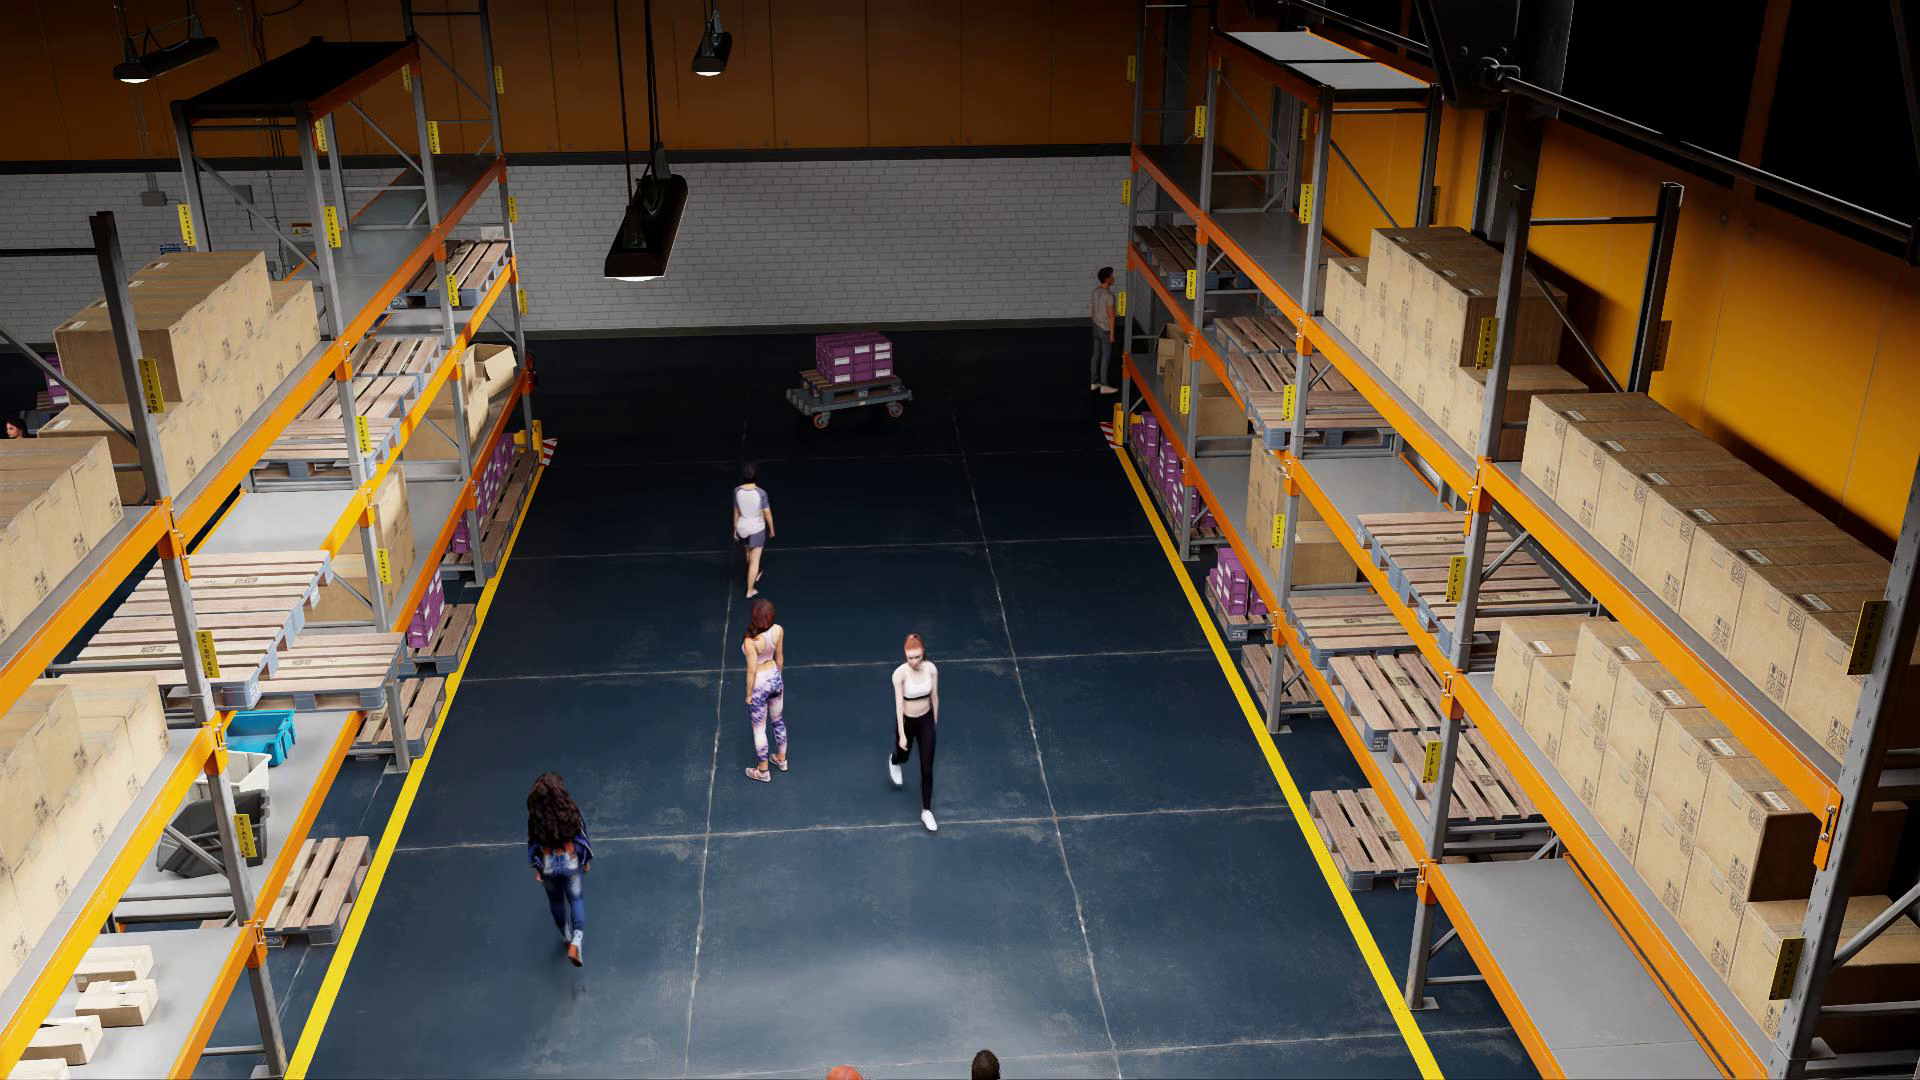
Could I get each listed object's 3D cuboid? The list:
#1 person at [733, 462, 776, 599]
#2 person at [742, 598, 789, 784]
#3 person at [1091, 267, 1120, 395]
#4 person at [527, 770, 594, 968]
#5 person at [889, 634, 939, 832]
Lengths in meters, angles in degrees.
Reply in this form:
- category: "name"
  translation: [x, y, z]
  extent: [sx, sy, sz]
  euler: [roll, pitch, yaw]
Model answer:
- category: "person"
  translation: [-2.320, -0.087, 18.292]
  extent: [0.768, 1.535, 0.944]
  euler: [7, 25, 16]
- category: "person"
  translation: [-1.734, 1.312, 14.806]
  extent: [0.744, 1.764, 0.686]
  euler: [19, 30, 37]
- category: "person"
  translation: [2.139, -3.135, 24.817]
  extent: [0.794, 1.895, 0.660]
  euler: [-14, 27, -29]
- category: "person"
  translation: [-2.964, 2.470, 12.359]
  extent: [0.706, 1.604, 0.945]
  euler: [-6, 24, -14]
- category: "person"
  translation: [-0.436, 1.569, 14.282]
  extent: [0.831, 1.714, 1.254]
  euler: [-9, 25, -21]
